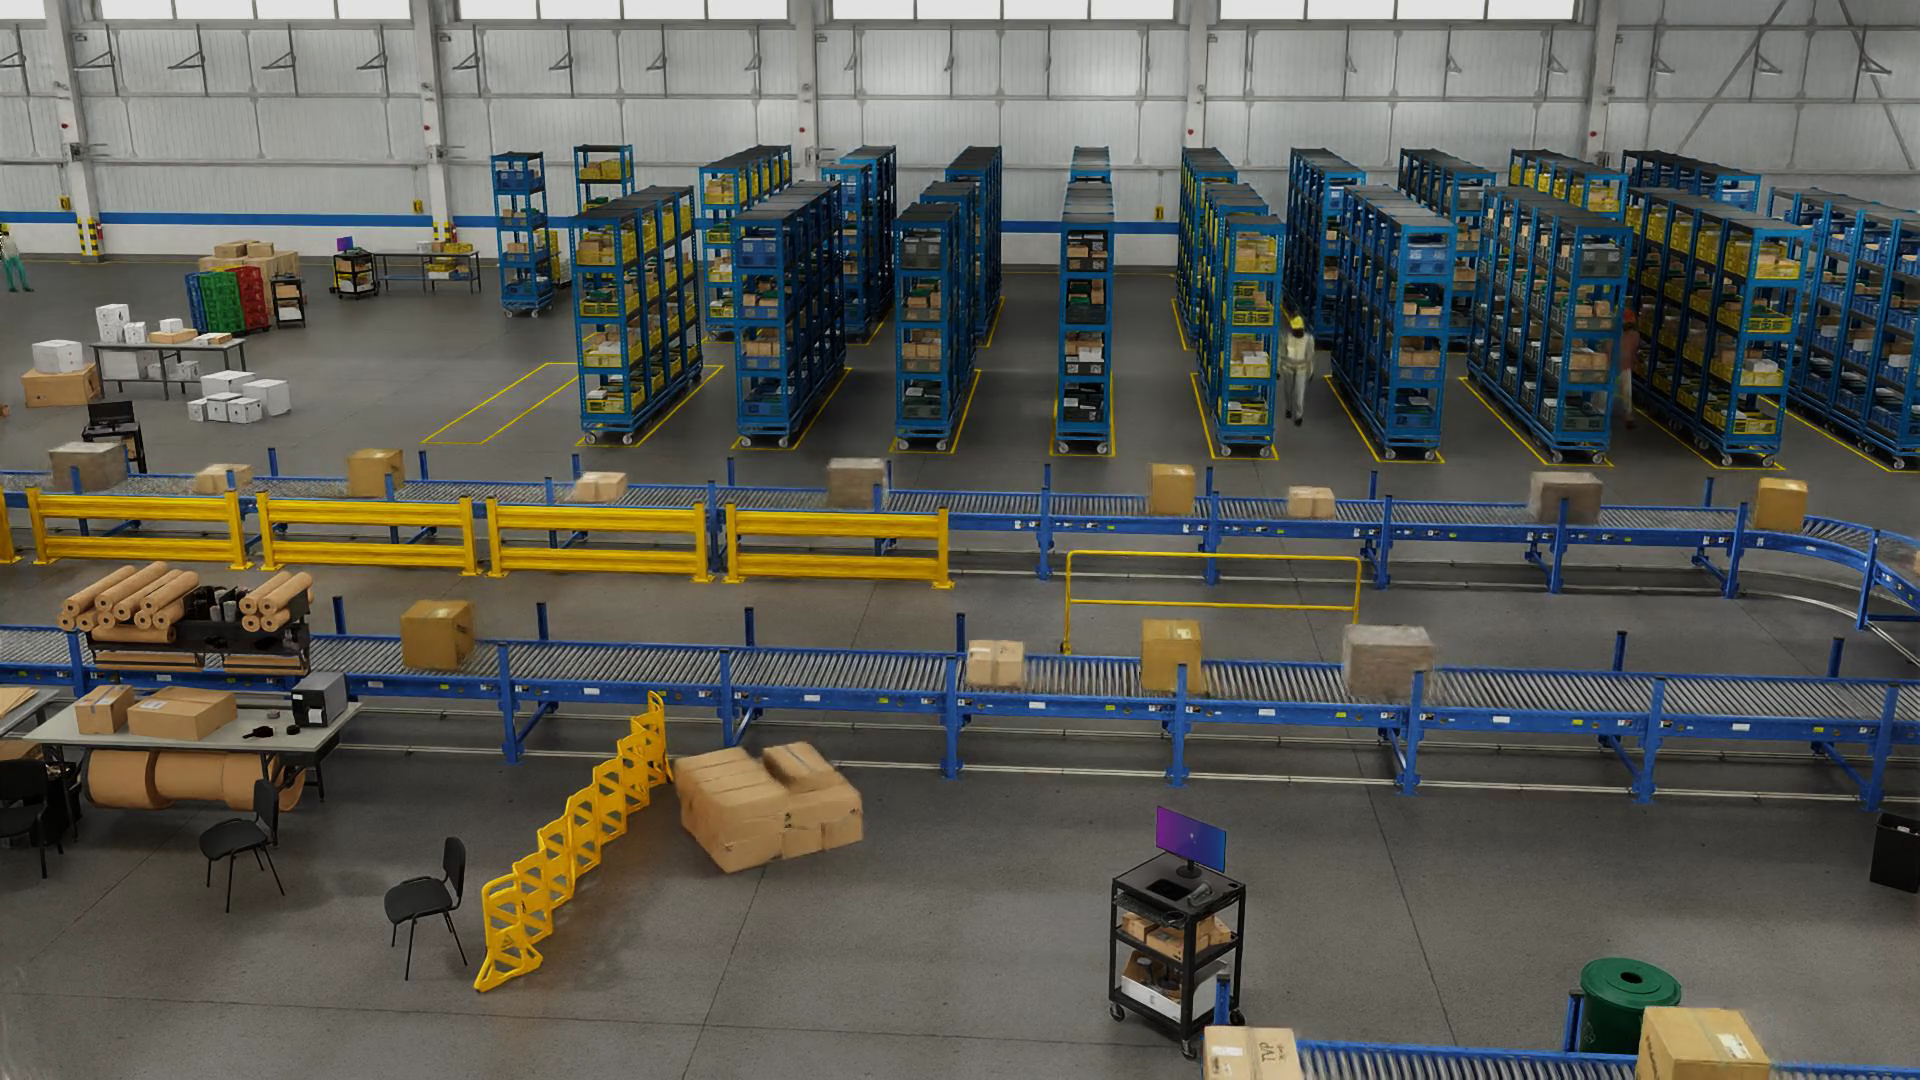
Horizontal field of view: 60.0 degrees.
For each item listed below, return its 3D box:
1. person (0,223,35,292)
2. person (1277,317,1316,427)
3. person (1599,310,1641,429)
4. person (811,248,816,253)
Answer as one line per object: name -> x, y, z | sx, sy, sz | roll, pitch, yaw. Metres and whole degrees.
person -> -23.090, -6.874, 40.566 | 0.760, 1.717, 0.549 | 7, 19, 21
person -> 5.579, -2.837, 27.646 | 0.602, 1.786, 0.903 | 5, 18, 16
person -> 10.831, -2.798, 27.260 | 0.638, 1.938, 1.025 | -1, 18, -2
person -> -3.498, -6.720, 39.861 | 0.374, 1.843, 0.573 | -2, 18, -6
